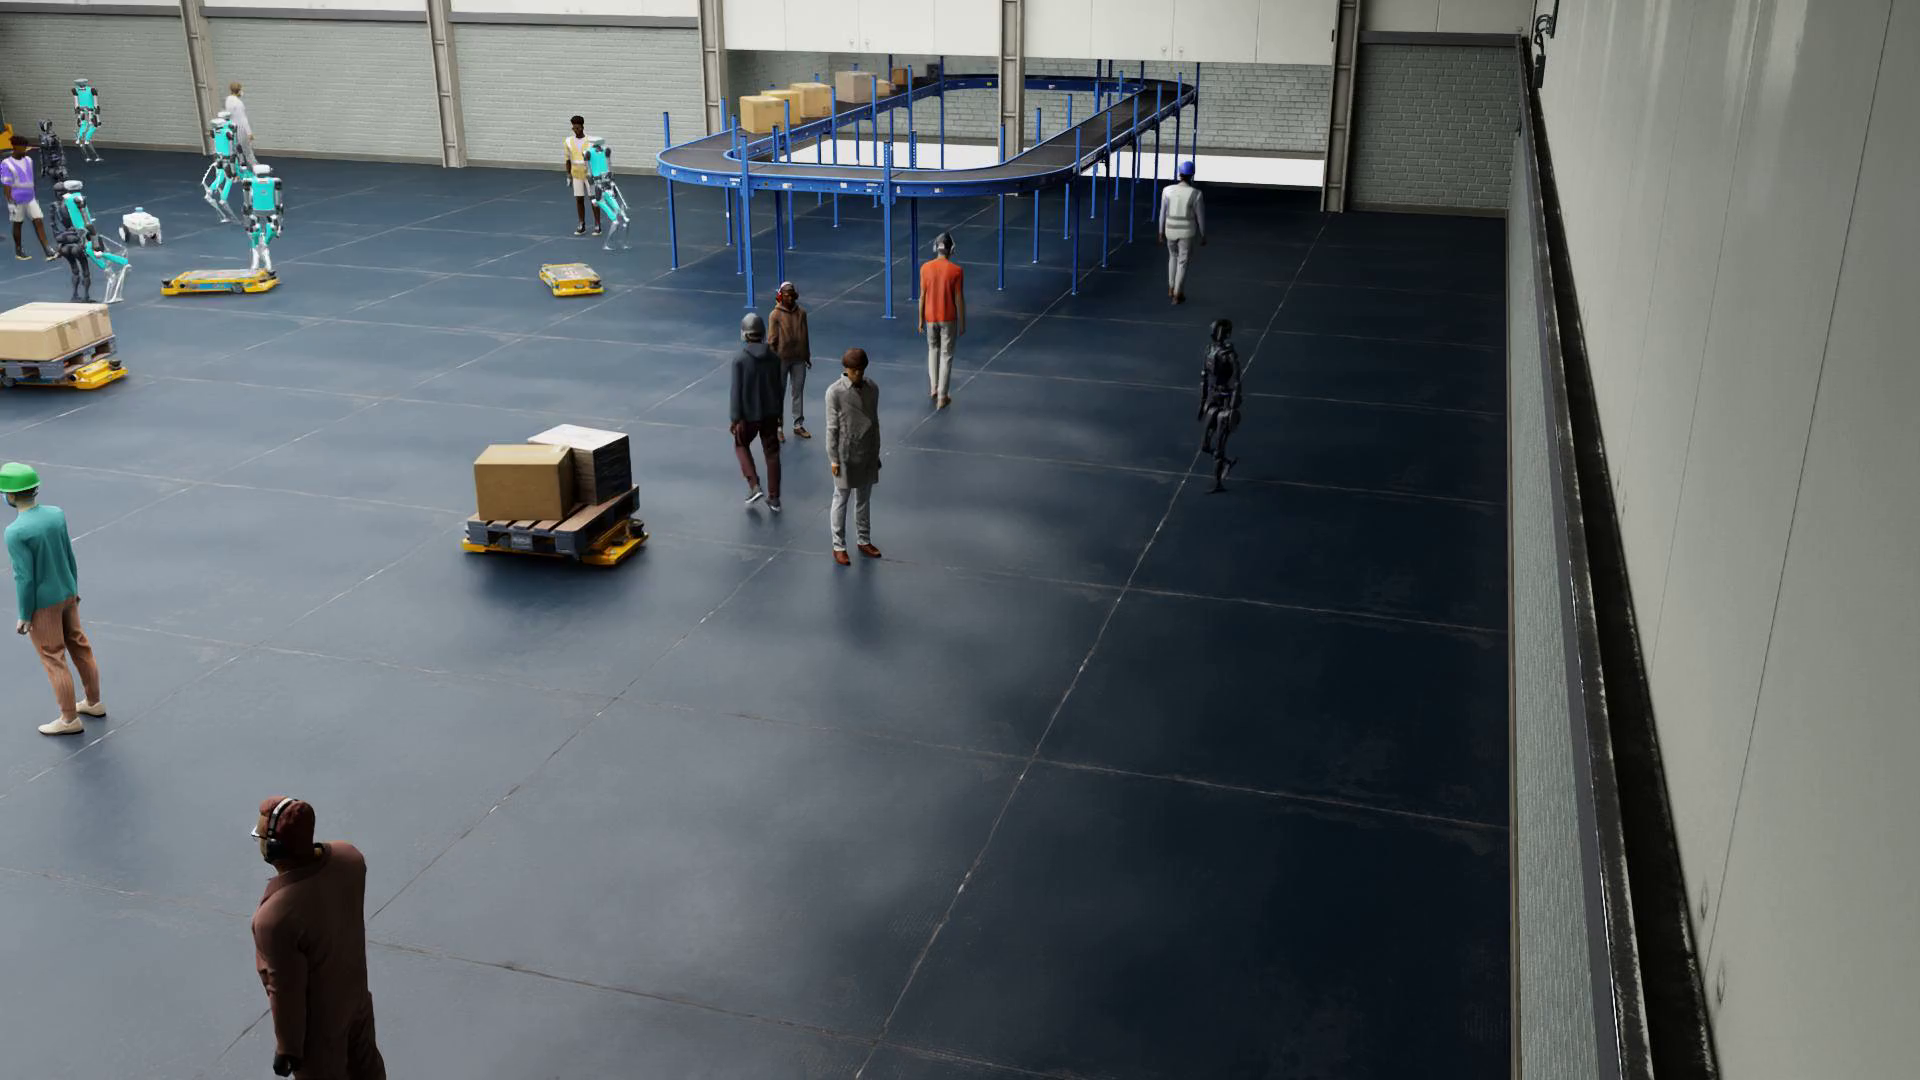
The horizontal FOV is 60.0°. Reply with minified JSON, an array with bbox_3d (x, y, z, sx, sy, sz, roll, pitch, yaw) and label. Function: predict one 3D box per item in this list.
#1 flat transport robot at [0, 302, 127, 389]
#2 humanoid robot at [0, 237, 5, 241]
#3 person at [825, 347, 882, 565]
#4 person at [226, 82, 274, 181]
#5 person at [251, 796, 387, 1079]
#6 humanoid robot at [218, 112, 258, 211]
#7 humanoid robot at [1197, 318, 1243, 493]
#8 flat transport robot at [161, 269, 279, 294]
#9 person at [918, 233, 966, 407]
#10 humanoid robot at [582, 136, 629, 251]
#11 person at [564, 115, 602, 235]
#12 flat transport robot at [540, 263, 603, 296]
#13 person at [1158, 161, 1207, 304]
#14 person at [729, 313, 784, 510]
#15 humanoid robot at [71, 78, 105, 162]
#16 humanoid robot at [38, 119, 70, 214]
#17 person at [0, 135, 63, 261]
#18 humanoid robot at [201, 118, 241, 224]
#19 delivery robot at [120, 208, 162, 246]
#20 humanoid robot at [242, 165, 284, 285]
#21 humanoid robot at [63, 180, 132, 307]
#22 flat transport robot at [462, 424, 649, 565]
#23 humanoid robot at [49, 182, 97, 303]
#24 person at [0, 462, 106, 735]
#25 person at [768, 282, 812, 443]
[{"bbox_3d":[-10.486,-1.928,19.178,1.431,0.231,0.659,2,21,5],"label":"flat transport robot"},{"bbox_3d":[-15.754,-5.571,26.704,0.590,1.651,0.459,6,22,15],"label":"humanoid robot"},{"bbox_3d":[-0.873,-0.707,13.846,0.503,1.829,0.366,-13,25,-31],"label":"person"},{"bbox_3d":[-14.117,-8.059,32.827,0.926,1.895,0.650,-14,25,-32],"label":"person"},{"bbox_3d":[-2.682,1.921,6.920,0.404,1.910,0.641,4,21,10],"label":"person"},{"bbox_3d":[-12.763,-6.697,29.626,0.552,1.874,0.698,14,25,31],"label":"humanoid robot"},{"bbox_3d":[2.489,-1.254,15.489,0.472,1.644,0.598,-11,24,-26],"label":"humanoid robot"},{"bbox_3d":[-10.547,-3.680,23.723,1.431,0.231,0.659,-2,21,-6],"label":"flat transport robot"},{"bbox_3d":[-0.175,-2.419,18.193,0.520,1.890,0.564,6,22,14],"label":"person"},{"bbox_3d":[-5.510,-5.434,26.239,0.748,1.792,0.530,15,25,33],"label":"humanoid robot"},{"bbox_3d":[-6.212,-6.017,27.445,0.605,1.959,0.371,2,21,6],"label":"person"},{"bbox_3d":[-5.597,-3.750,23.904,0.659,0.231,1.431,-9,23,-21],"label":"flat transport robot"},{"bbox_3d":[3.090,-4.229,22.837,0.655,1.927,0.642,12,24,27],"label":"person"},{"bbox_3d":[-1.844,-1.152,15.059,0.578,1.780,0.500,-12,24,-29],"label":"person"},{"bbox_3d":[-18.157,-8.671,34.442,0.533,1.677,0.735,2,21,5],"label":"humanoid robot"},{"bbox_3d":[-15.865,-6.540,29.163,0.599,1.657,0.315,8,23,20],"label":"humanoid robot"},{"bbox_3d":[-14.263,-5.199,25.386,0.964,1.901,0.651,7,22,19],"label":"person"},{"bbox_3d":[-12.630,-6.199,28.271,0.536,1.846,0.673,13,24,30],"label":"humanoid robot"},{"bbox_3d":[-13.284,-5.094,26.988,0.771,0.592,0.499,20,28,41],"label":"delivery robot"},{"bbox_3d":[-9.982,-4.511,23.814,0.599,1.760,0.765,-12,24,-28],"label":"humanoid robot"},{"bbox_3d":[-11.576,-3.958,22.508,0.543,1.851,0.771,19,28,41],"label":"humanoid robot"},{"bbox_3d":[-3.467,-0.040,14.281,1.431,0.231,0.659,6,22,14],"label":"flat transport robot"},{"bbox_3d":[-12.137,-4.070,22.759,0.603,1.648,0.346,5,22,13],"label":"humanoid robot"},{"bbox_3d":[-6.019,0.384,10.952,0.366,1.870,0.529,4,22,11],"label":"person"},{"bbox_3d":[-1.745,-1.830,16.996,0.463,1.651,0.311,-12,24,-29],"label":"person"}]
